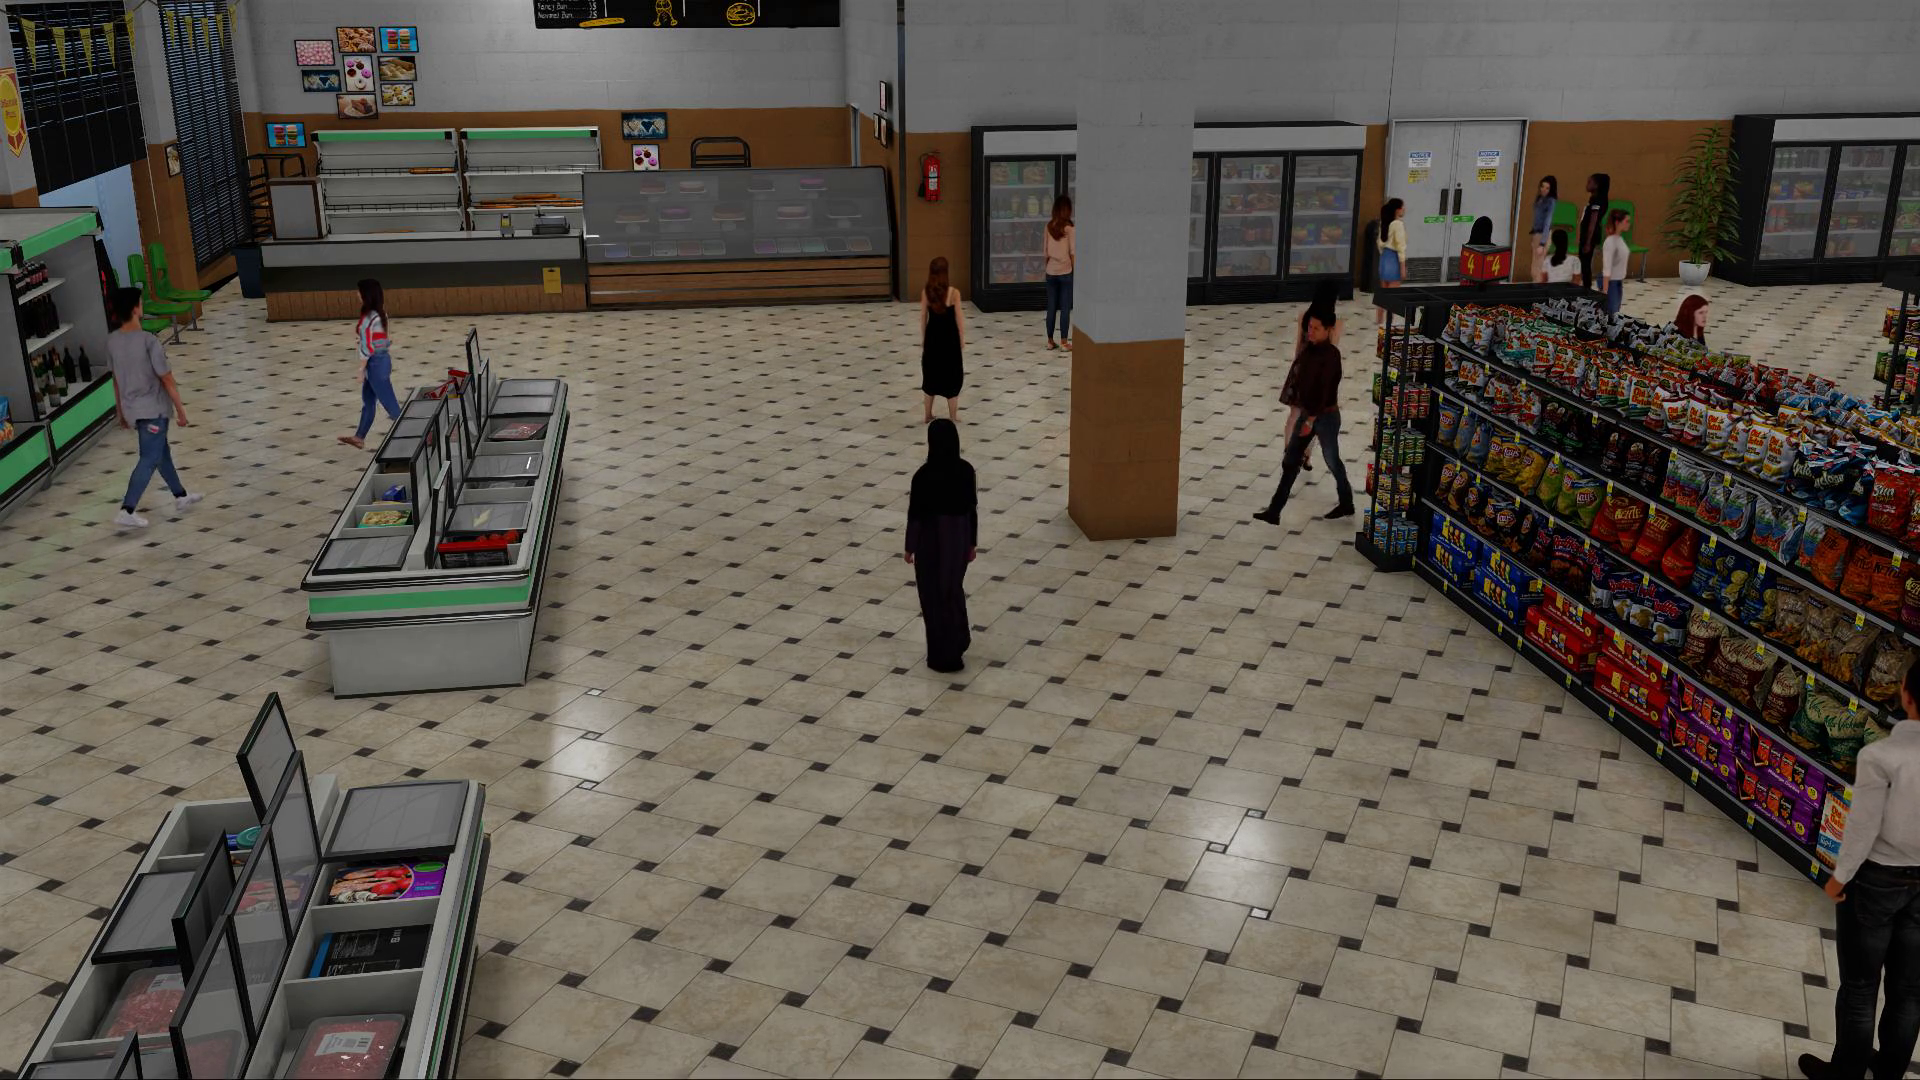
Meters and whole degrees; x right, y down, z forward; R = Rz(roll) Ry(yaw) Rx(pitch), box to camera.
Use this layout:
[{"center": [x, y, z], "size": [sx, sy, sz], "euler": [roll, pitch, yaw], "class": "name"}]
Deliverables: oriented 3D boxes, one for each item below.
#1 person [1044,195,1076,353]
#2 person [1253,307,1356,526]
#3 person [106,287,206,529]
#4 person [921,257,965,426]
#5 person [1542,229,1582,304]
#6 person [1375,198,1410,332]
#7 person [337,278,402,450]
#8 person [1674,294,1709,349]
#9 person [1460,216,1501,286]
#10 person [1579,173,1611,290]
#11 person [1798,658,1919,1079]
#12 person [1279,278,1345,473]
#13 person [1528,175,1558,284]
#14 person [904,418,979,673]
[{"center": [1.155, -3.080, 19.219], "size": [0.662, 1.792, 0.722], "euler": [13, 22, 33], "class": "person"}, {"center": [2.868, -0.917, 12.911], "size": [0.931, 1.723, 1.170], "euler": [-8, 20, -22], "class": "person"}, {"center": [-6.388, -0.983, 12.919], "size": [1.094, 1.843, 1.314], "euler": [7, 20, 19], "class": "person"}, {"center": [-0.186, -1.917, 16.038], "size": [0.661, 1.620, 0.695], "euler": [6, 20, 17], "class": "person"}, {"center": [6.313, -2.444, 17.608], "size": [0.858, 1.615, 0.797], "euler": [-17, 25, -40], "class": "person"}, {"center": [5.240, -3.338, 20.234], "size": [0.731, 1.631, 0.540], "euler": [-6, 20, -17], "class": "person"}, {"center": [-5.167, -1.533, 14.967], "size": [0.752, 1.577, 0.947], "euler": [-1, 19, -3], "class": "person"}, {"center": [5.743, -1.075, 13.283], "size": [0.658, 1.785, 0.677], "euler": [-15, 24, -37], "class": "person"}, {"center": [5.598, -2.632, 17.988], "size": [0.722, 1.729, 0.780], "euler": [12, 22, 32], "class": "person"}, {"center": [8.296, -3.944, 21.885], "size": [0.760, 1.724, 0.642], "euler": [5, 19, 15], "class": "person"}, {"center": [3.517, 1.282, 6.252], "size": [0.656, 1.811, 0.557], "euler": [-2, 19, -7], "class": "person"}, {"center": [2.950, -1.306, 14.045], "size": [1.075, 1.735, 1.193], "euler": [9, 21, 25], "class": "person"}, {"center": [7.553, -3.847, 21.570], "size": [0.835, 1.743, 0.664], "euler": [4, 19, 12], "class": "person"}, {"center": [-0.079, 0.053, 10.212], "size": [0.742, 1.610, 0.839], "euler": [-11, 22, -30], "class": "person"}]
